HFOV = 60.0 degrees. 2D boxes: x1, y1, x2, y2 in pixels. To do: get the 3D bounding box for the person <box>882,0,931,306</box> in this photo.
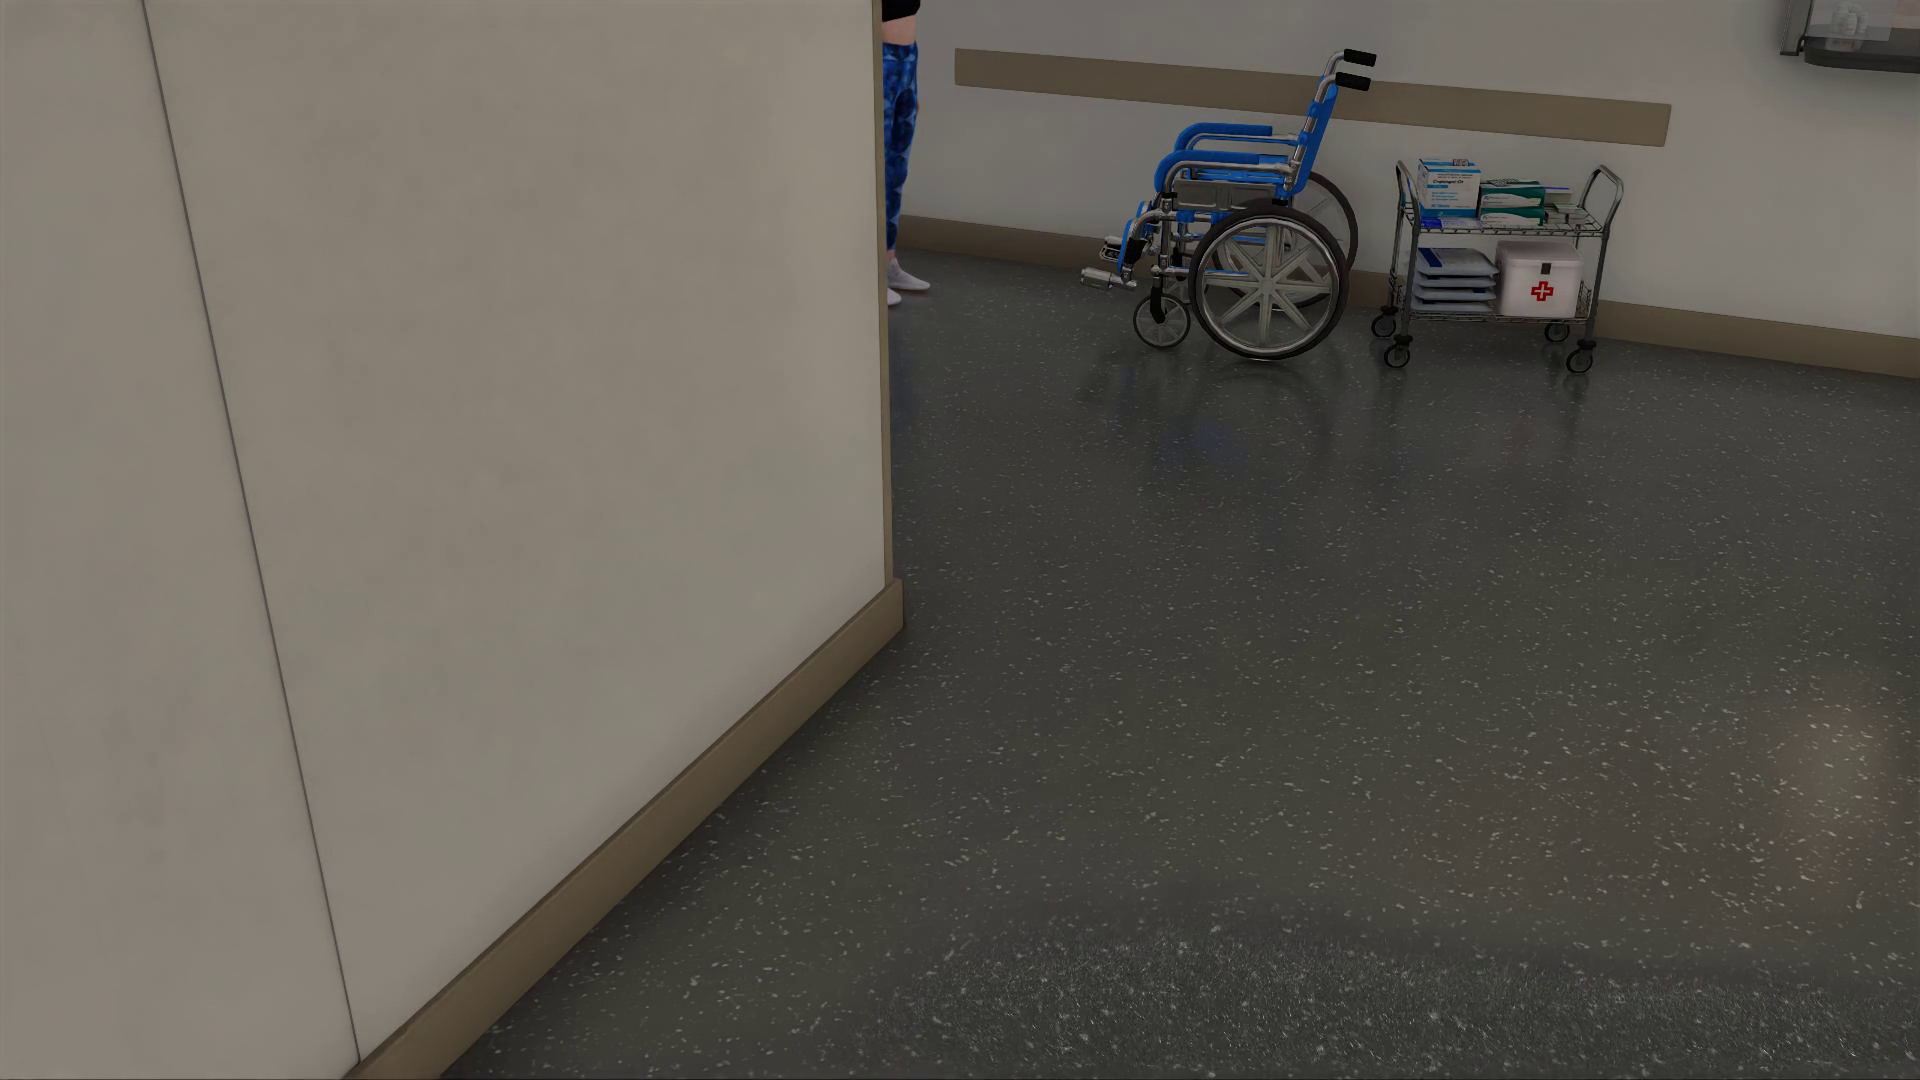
[{"bbox_3d":[-0.312,-1.941,7.276,0.644,1.784,0.504,14,29,26],"label":"person"}]
